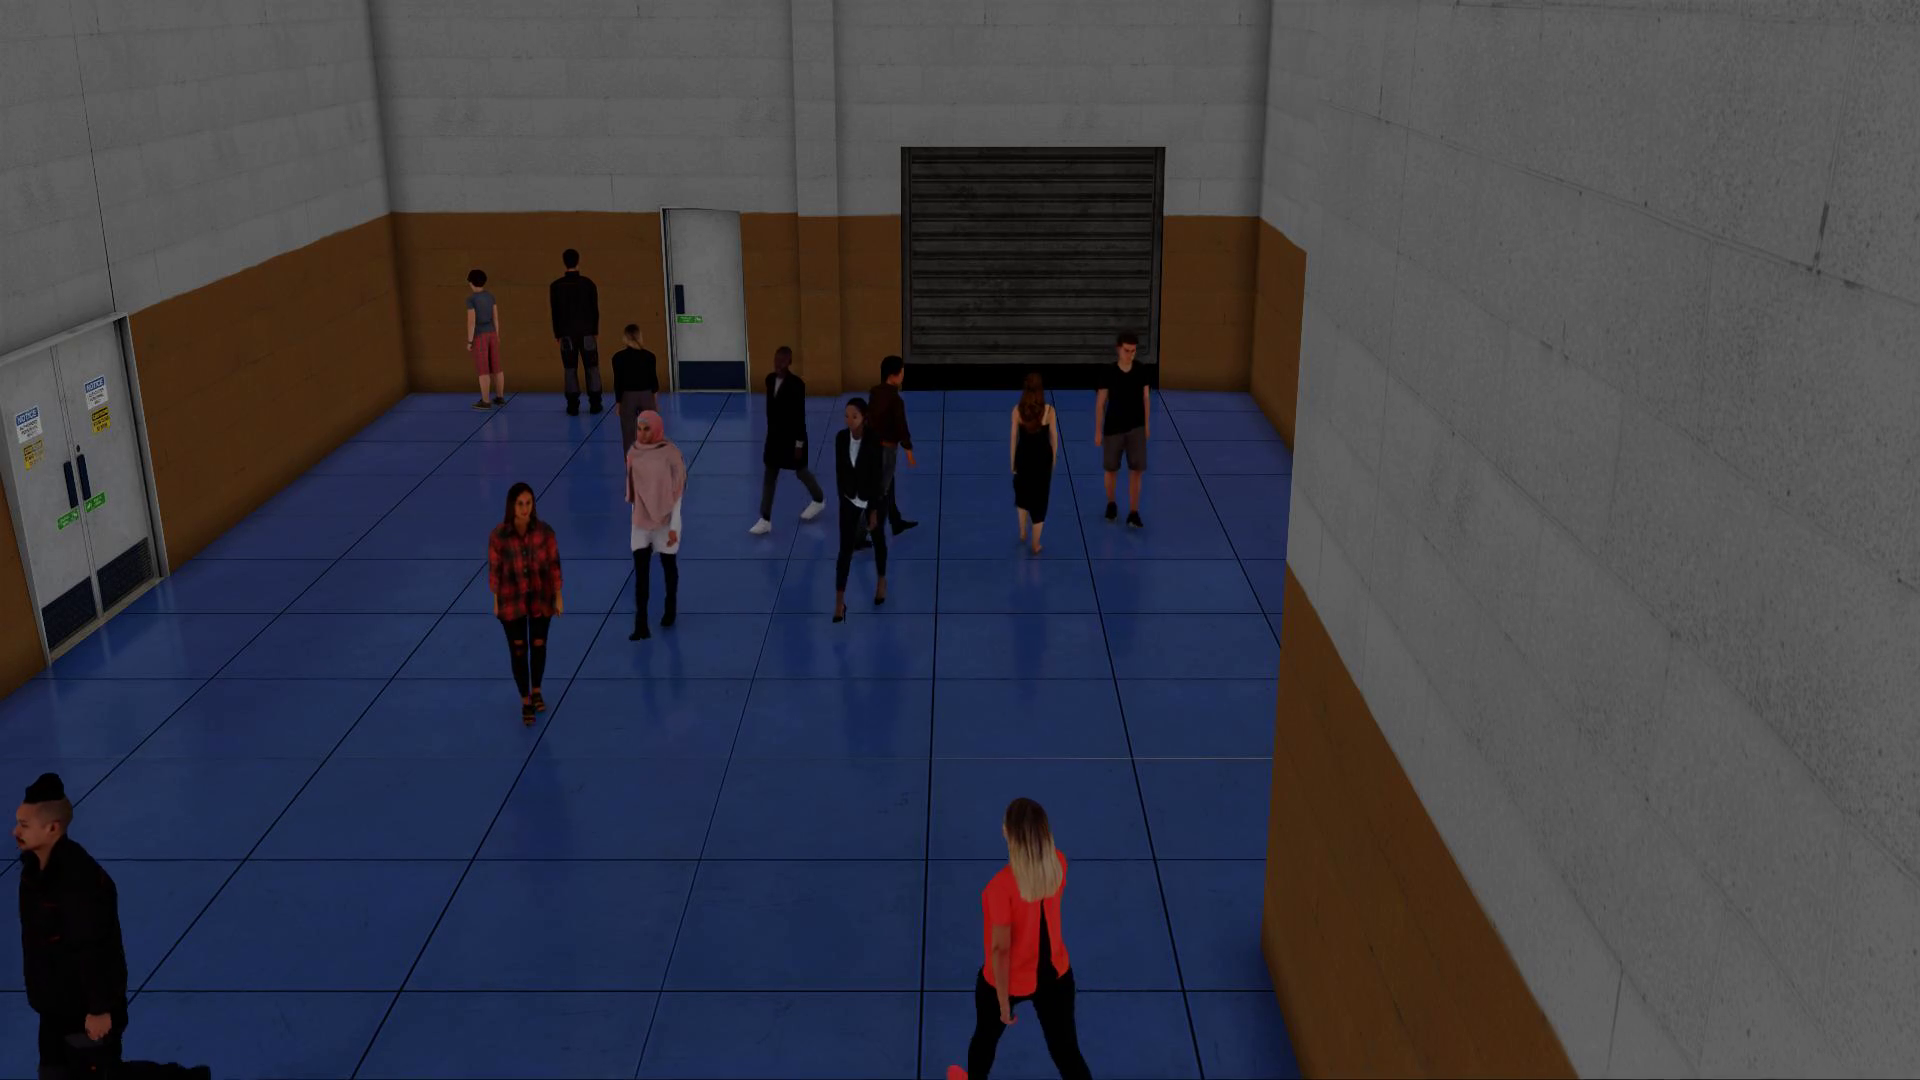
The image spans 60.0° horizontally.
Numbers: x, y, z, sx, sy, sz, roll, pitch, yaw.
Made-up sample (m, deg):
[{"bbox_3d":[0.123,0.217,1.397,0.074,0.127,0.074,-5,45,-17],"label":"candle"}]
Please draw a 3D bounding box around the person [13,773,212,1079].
[{"bbox_3d":[-3.598,1.825,6.954,1.072,1.843,1.117,15,24,38],"label":"person"}]

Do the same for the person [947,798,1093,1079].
[{"bbox_3d":[0.358,1.911,7.036,1.181,1.650,1.101,-13,22,-33],"label":"person"}]

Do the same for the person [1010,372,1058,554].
[{"bbox_3d":[0.636,-0.657,14.717,0.632,1.609,0.667,4,19,11],"label":"person"}]

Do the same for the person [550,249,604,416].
[{"bbox_3d":[-4.490,-2.443,19.487,0.616,1.945,0.809,-4,19,-13],"label":"person"}]

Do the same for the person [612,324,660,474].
[{"bbox_3d":[-3.223,-1.330,16.624,0.560,1.666,0.713,-5,19,-16],"label":"person"}]

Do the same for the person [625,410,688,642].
[{"bbox_3d":[-2.318,-0.146,12.945,0.975,1.773,0.780,2,19,7],"label":"person"}]

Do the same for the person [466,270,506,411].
[{"bbox_3d":[-5.655,-2.391,19.772,0.714,1.651,0.674,15,24,37],"label":"person"}]

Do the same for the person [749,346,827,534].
[{"bbox_3d":[-1.522,-0.937,15.381,1.211,1.715,1.167,14,23,36],"label":"person"}]

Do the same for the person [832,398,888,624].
[{"bbox_3d":[-0.728,-0.257,13.250,1.121,1.787,0.888,5,19,16],"label":"person"}]

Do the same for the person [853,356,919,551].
[{"bbox_3d":[-0.735,-0.691,14.756,1.180,1.649,1.042,-14,23,-36],"label":"person"}]

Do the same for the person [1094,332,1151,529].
[{"bbox_3d":[1.530,-1.061,15.565,0.957,1.832,0.809,-1,19,-4],"label":"person"}]

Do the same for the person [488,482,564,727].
[{"bbox_3d":[-2.999,0.404,11.457,0.765,1.682,0.825,-8,20,-23],"label":"person"}]
